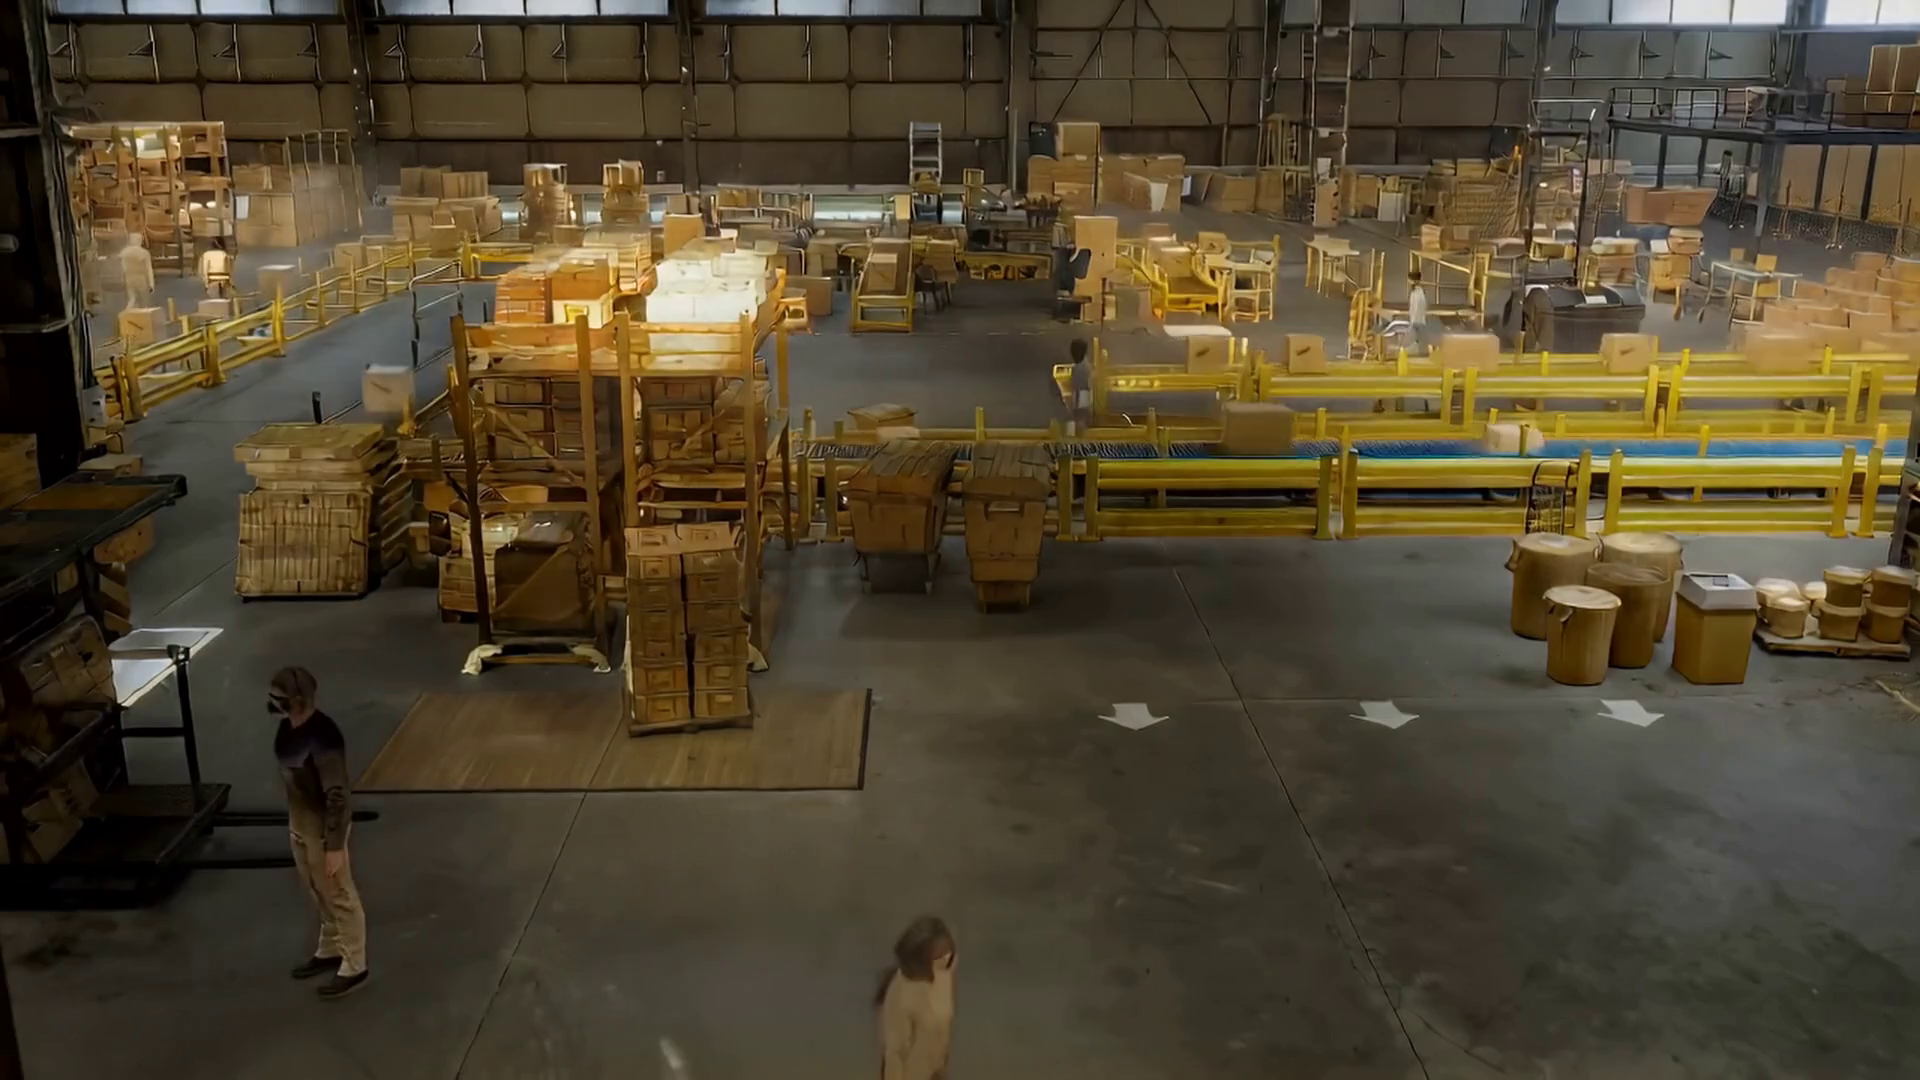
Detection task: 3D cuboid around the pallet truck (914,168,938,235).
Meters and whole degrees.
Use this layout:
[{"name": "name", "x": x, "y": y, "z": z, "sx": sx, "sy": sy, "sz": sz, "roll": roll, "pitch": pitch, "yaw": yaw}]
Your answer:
[{"name": "pallet truck", "x": -0.989, "y": -10.316, "z": 50.507, "sx": 0.823, "sy": 1.965, "sz": 1.885, "roll": 1, "pitch": 16, "yaw": 3}]

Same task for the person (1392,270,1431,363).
[{"name": "person", "x": 7.612, "y": -3.649, "z": 27.830, "sx": 0.912, "sy": 1.720, "sz": 0.533, "roll": -2, "pitch": 16, "yaw": -6}]

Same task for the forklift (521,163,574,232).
[{"name": "forklift", "x": -12.233, "y": -10.122, "z": 49.298, "sx": 1.157, "sy": 1.987, "sz": 2.680, "roll": 0, "pitch": 16, "yaw": -1}]

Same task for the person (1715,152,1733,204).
[{"name": "person", "x": 28.111, "y": -13.332, "z": 61.192, "sx": 0.584, "sy": 1.881, "sz": 0.337, "roll": -1, "pitch": 16, "yaw": -3}]

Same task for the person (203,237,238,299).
[{"name": "person", "x": -14.429, "y": -5.010, "z": 32.481, "sx": 0.599, "sy": 1.763, "sz": 1.001, "roll": -1, "pitch": 16, "yaw": -3}]

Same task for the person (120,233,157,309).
[{"name": "person", "x": -15.965, "y": -5.006, "z": 32.287, "sx": 0.639, "sy": 1.874, "sz": 0.947, "roll": 2, "pitch": 16, "yaw": 7}]

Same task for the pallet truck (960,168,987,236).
[{"name": "pallet truck", "x": 0.383, "y": -10.230, "z": 50.206, "sx": 0.823, "sy": 1.965, "sz": 1.885, "roll": -1, "pitch": 16, "yaw": -3}]

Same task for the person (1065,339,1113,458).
[{"name": "person", "x": 1.615, "y": -1.763, "z": 21.382, "sx": 0.854, "sy": 1.663, "sz": 0.531, "roll": 1, "pitch": 16, "yaw": 5}]

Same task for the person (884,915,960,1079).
[{"name": "person", "x": -0.105, "y": 2.343, "z": 7.197, "sx": 0.671, "sy": 1.602, "sz": 0.514, "roll": 10, "pitch": 19, "yaw": 32}]

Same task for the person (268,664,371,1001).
[{"name": "person", "x": -3.553, "y": 1.597, "z": 9.202, "sx": 0.356, "sy": 1.938, "sz": 0.633, "roll": -14, "pitch": 21, "yaw": -40}]

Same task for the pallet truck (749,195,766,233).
[{"name": "pallet truck", "x": -6.051, "y": -9.967, "z": 50.660, "sx": 0.680, "sy": 1.201, "sz": 1.601, "roll": 0, "pitch": 16, "yaw": -1}]

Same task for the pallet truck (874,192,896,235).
[{"name": "pallet truck", "x": -2.277, "y": -9.986, "z": 50.594, "sx": 0.653, "sy": 1.274, "sz": 1.630, "roll": 0, "pitch": 16, "yaw": -1}]

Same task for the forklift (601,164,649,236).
[{"name": "forklift", "x": -9.948, "y": -10.127, "z": 49.296, "sx": 1.157, "sy": 1.987, "sz": 2.680, "roll": -1, "pitch": 16, "yaw": -3}]

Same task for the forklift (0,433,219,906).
[{"name": "forklift", "x": -5.952, "y": 0.780, "z": 10.366, "sx": 1.873, "sy": 2.768, "sz": 1.129, "roll": 0, "pitch": 16, "yaw": -1}]

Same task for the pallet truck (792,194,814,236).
[{"name": "pallet truck", "x": -4.814, "y": -9.883, "z": 50.259, "sx": 0.704, "sy": 1.261, "sz": 1.522, "roll": -1, "pitch": 16, "yaw": -3}]
